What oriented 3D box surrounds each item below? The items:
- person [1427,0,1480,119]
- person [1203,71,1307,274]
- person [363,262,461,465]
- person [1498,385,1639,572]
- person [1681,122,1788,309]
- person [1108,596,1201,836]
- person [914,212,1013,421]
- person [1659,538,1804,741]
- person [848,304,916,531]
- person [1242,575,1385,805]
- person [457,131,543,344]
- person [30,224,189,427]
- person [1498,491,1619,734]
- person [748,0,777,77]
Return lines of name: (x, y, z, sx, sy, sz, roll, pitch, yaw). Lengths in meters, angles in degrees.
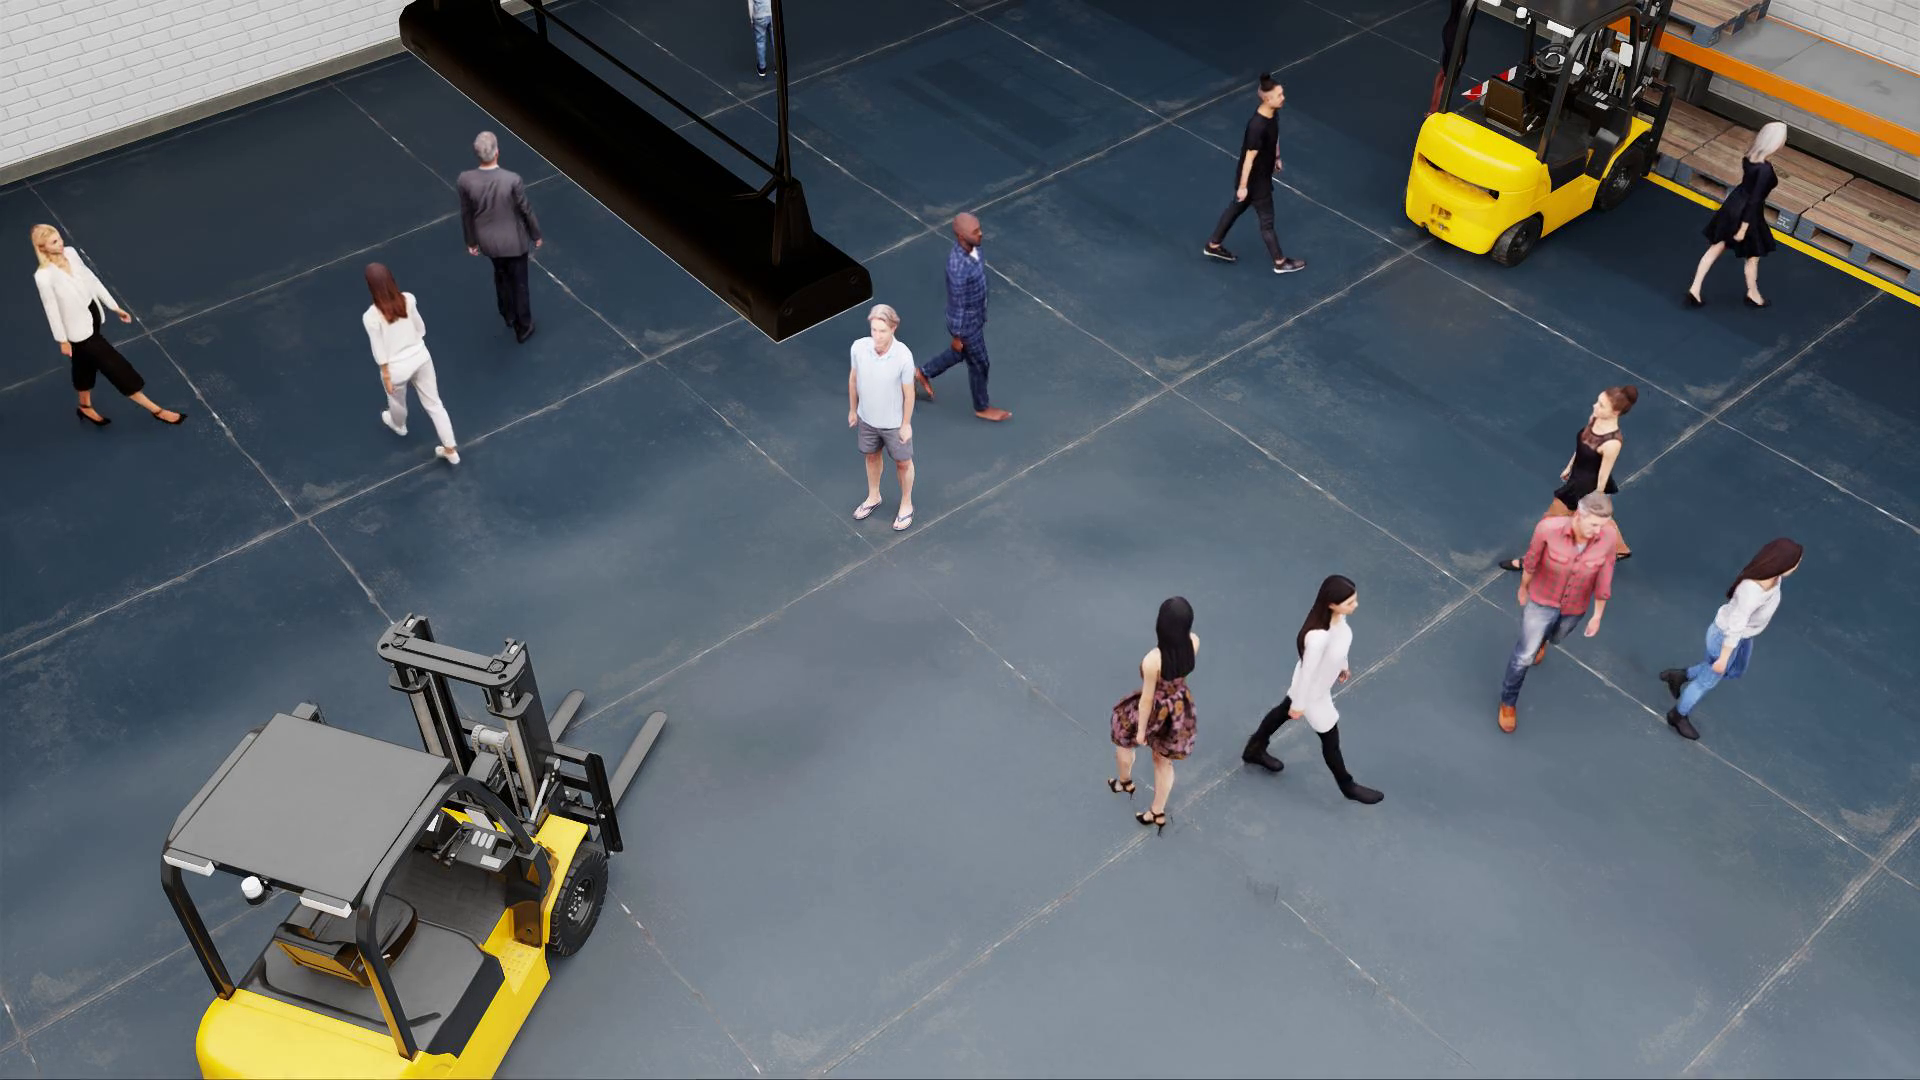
person: (4.703, -4.735, 15.778, 0.719, 1.719, 0.682, 6, 44, 7)
person: (2.406, -3.089, 13.979, 1.256, 1.817, 1.064, 14, 45, 14)
person: (-4.001, -1.249, 12.176, 1.103, 1.641, 0.706, 32, 52, 29)
person: (4.324, -0.374, 11.260, 1.144, 1.637, 1.054, 5, 44, 5)
person: (6.283, -2.610, 13.543, 1.002, 1.726, 0.975, 0, 44, 0)
person: (1.228, 1.076, 9.658, 0.646, 1.747, 0.724, -30, 51, -27)
person: (-0.023, -1.685, 12.520, 1.173, 1.797, 1.028, 11, 45, 11)
person: (4.711, 0.559, 10.305, 0.735, 1.604, 0.732, 34, 53, 31)
person: (-0.520, -0.879, 11.648, 0.659, 1.833, 0.789, 17, 46, 17)
person: (2.018, 0.844, 9.896, 1.217, 1.755, 0.946, 17, 46, 17)
person: (-3.646, -2.352, 13.198, 0.852, 1.828, 0.913, 4, 44, 4)
person: (-6.586, -1.544, 12.362, 1.122, 1.812, 1.111, 0, 44, 0)
person: (3.748, 0.308, 10.430, 1.162, 1.794, 1.198, 6, 44, 6)
person: (-1.963, -5.279, 16.682, 0.559, 1.260, 0.604, -5, 44, -5)
